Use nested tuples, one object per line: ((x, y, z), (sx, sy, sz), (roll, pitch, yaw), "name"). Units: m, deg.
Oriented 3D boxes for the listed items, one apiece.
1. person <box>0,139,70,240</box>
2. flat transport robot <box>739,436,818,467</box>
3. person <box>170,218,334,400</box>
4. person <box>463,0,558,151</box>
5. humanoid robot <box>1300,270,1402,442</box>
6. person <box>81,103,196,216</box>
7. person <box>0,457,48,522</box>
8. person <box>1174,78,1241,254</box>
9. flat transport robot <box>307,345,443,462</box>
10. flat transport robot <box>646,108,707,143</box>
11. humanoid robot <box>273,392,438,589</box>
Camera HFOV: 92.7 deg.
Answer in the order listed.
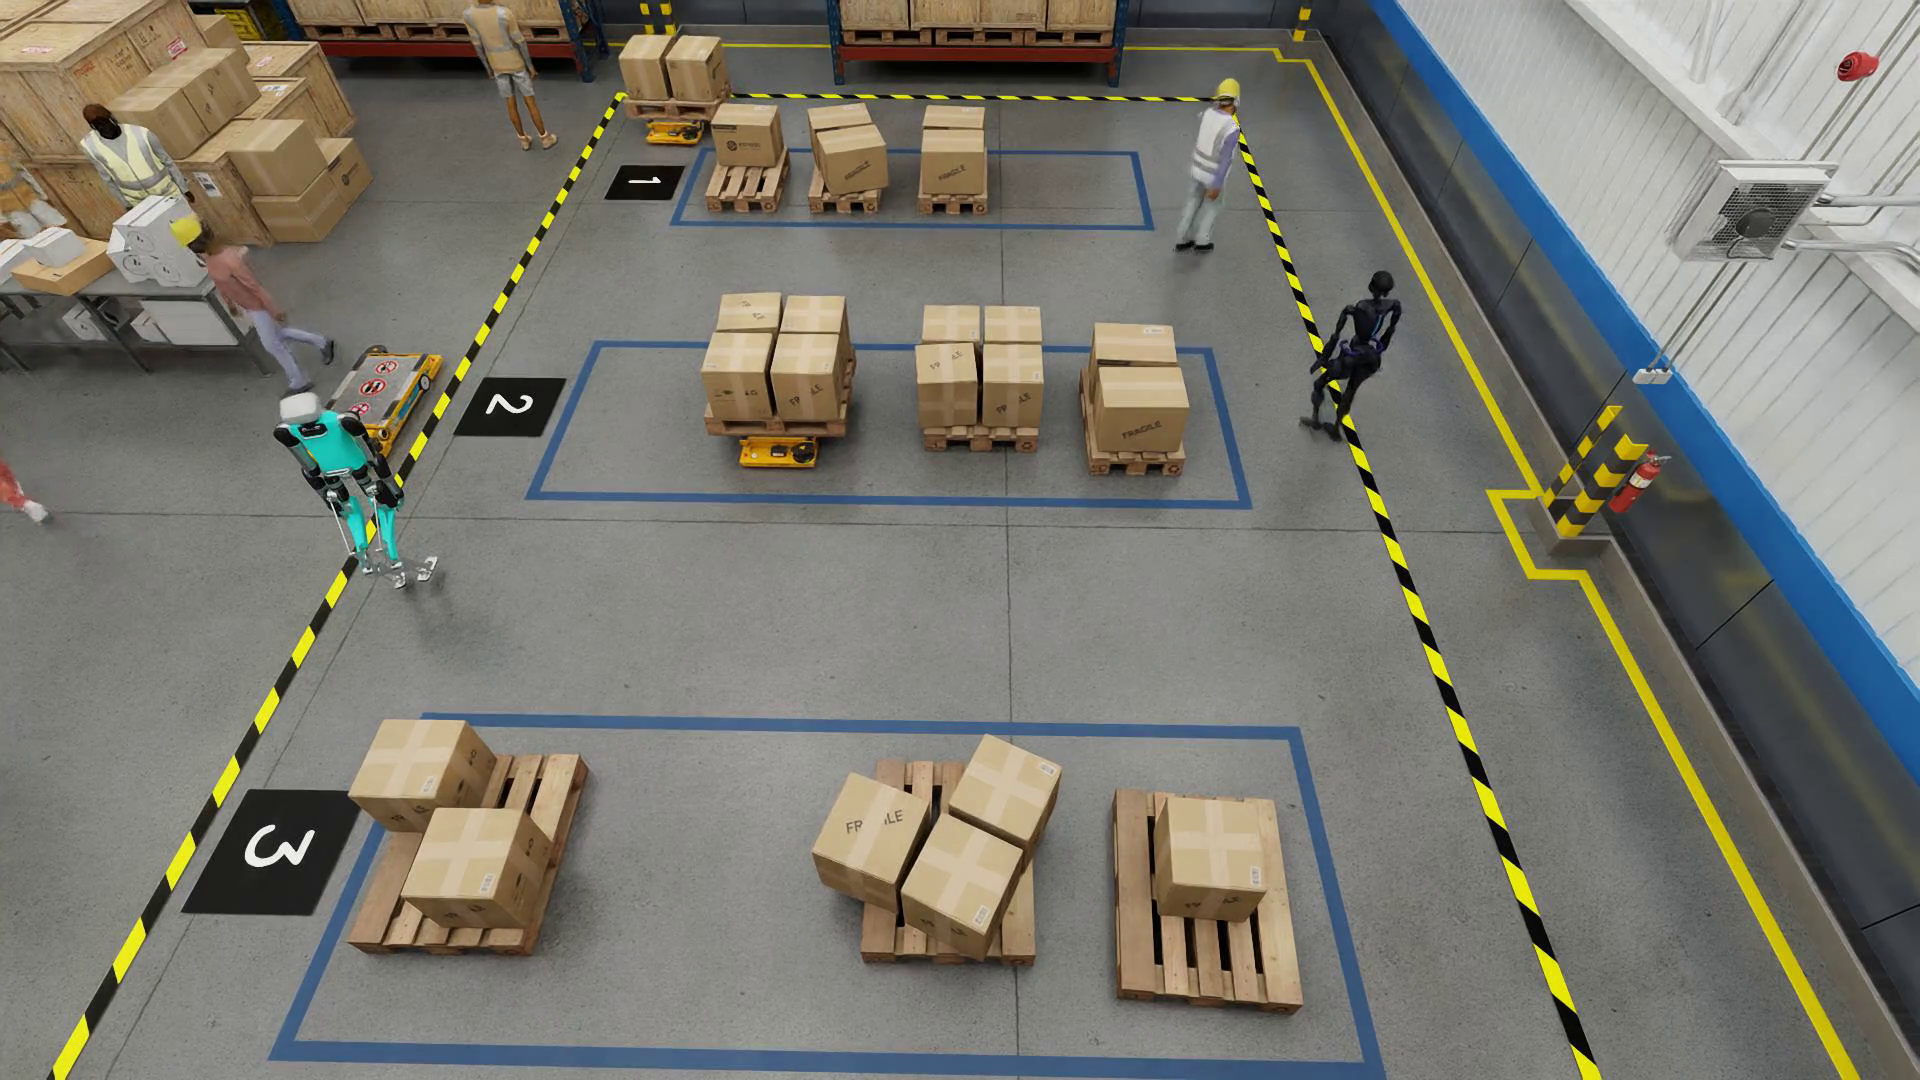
((-9.364, -3.347, 9.124), (0.438, 1.913, 0.546), (20, 53, 17), "person")
((-1.582, -1.235, 8.394), (0.652, 0.197, 1.431), (1, 50, 1), "flat transport robot")
((-6.278, -2.150, 8.230), (0.522, 1.719, 0.697), (30, 56, 23), "person")
((-5.453, -5.740, 11.063), (0.607, 2.045, 0.366), (-3, 50, -2), "person")
((3.325, -1.543, 7.749), (0.595, 1.644, 0.367), (-7, 50, -6), "humanoid robot")
((-8.154, -3.489, 9.289), (0.623, 1.844, 0.431), (-26, 54, -20), "person")
((-7.884, -0.903, 7.085), (0.862, 1.876, 0.605), (24, 54, 19), "person")
((2.617, -3.884, 9.654), (0.551, 1.789, 0.609), (-25, 54, -20), "person")
((-5.383, -1.269, 8.441), (0.659, 0.231, 1.431), (1, 50, 1), "flat transport robot")
((-3.672, -5.692, 12.165), (0.652, 0.197, 1.431), (1, 50, 1), "flat transport robot")
((-4.274, -0.204, 6.487), (0.533, 1.681, 0.735), (-11, 51, -9), "humanoid robot")
